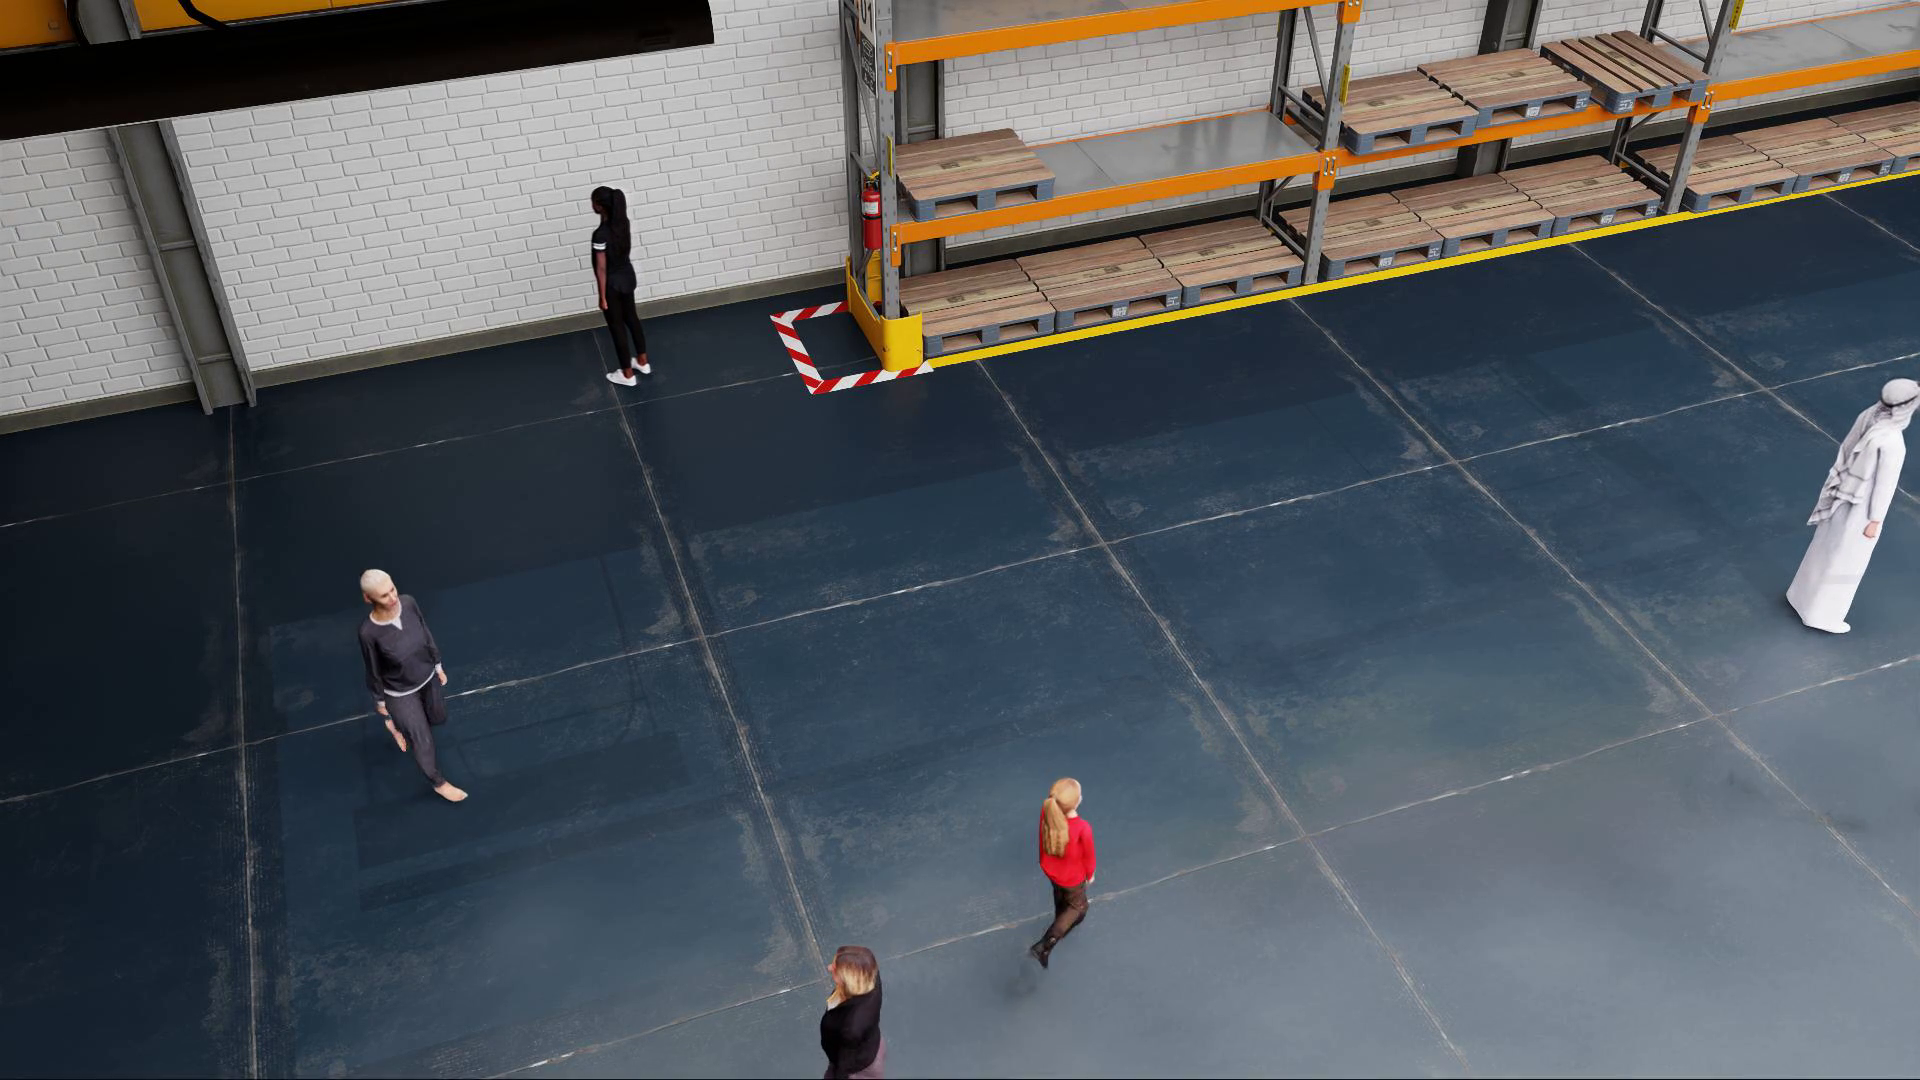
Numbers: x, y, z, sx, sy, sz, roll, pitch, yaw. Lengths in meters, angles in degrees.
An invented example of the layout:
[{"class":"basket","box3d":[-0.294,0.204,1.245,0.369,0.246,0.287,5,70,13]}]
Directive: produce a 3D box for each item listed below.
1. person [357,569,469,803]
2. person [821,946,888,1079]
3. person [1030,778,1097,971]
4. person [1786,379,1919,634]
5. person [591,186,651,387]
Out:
[{"class":"person","box3d":[-3.320,0.806,9.862,1.000,1.710,0.966,20,43,24]},{"class":"person","box3d":[-0.371,2.505,7.803,1.111,1.626,0.872,2,39,3]},{"class":"person","box3d":[0.543,1.799,8.969,0.704,1.273,0.848,28,46,31]},{"class":"person","box3d":[5.936,-0.242,11.004,0.768,1.923,0.771,1,39,1]},{"class":"person","box3d":[-2.768,-2.054,13.429,0.740,1.729,0.694,12,40,15]}]
